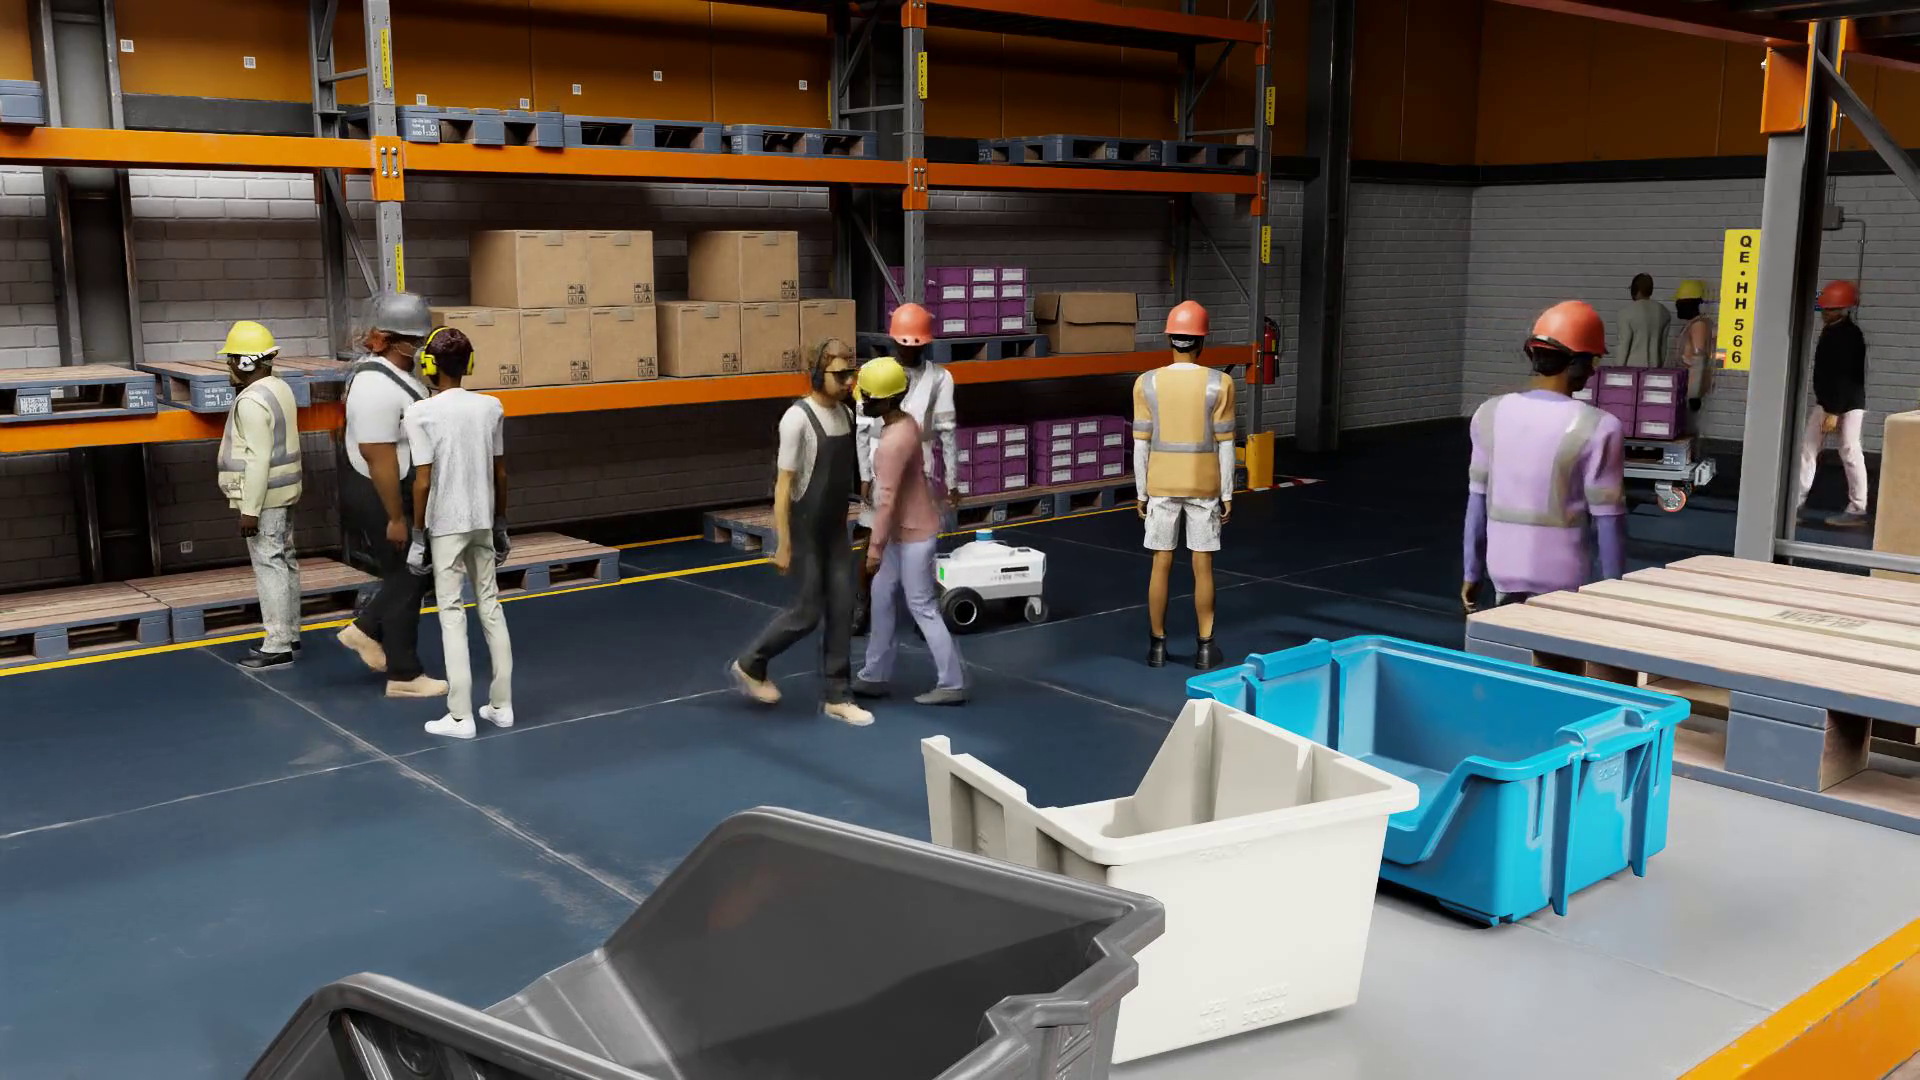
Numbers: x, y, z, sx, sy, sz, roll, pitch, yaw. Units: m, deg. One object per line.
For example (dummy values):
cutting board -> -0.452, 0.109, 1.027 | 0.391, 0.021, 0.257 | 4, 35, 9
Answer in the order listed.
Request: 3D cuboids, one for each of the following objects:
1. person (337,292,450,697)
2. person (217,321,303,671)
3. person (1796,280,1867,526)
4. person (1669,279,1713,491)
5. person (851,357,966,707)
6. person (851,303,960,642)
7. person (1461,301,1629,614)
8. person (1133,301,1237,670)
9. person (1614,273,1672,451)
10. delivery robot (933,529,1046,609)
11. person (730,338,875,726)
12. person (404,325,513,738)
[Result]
person -> -2.747, -0.222, 8.131 | 0.605, 2.000, 0.705 | -1, 10, -8
person -> -3.679, -0.230, 8.760 | 0.403, 1.833, 0.586 | -2, 10, -9
person -> 6.823, -1.056, 13.069 | 0.864, 1.942, 0.642 | 0, 10, 0
person -> 6.515, -1.380, 14.979 | 0.481, 1.906, 0.599 | 4, 11, 22
person -> -0.323, -0.022, 7.919 | 0.751, 1.707, 0.592 | 0, 10, 0
person -> -0.342, -0.378, 9.374 | 0.692, 1.909, 0.562 | -1, 10, -6
person -> 2.207, 0.124, 6.241 | 0.466, 2.021, 0.633 | -7, 12, -36
person -> 1.177, -0.279, 8.739 | 0.544, 1.939, 0.354 | 3, 10, 14
person -> 6.799, -1.697, 16.678 | 0.629, 1.940, 0.379 | -4, 11, -19
delivery robot -> 0.143, 0.182, 9.771 | 0.707, 0.478, 0.477 | -4, 11, -23
person -> -0.735, -0.039, 7.739 | 0.640, 1.819, 0.557 | 6, 12, 30
person -> -2.281, -0.033, 7.554 | 0.325, 1.871, 0.516 | 8, 13, 39
